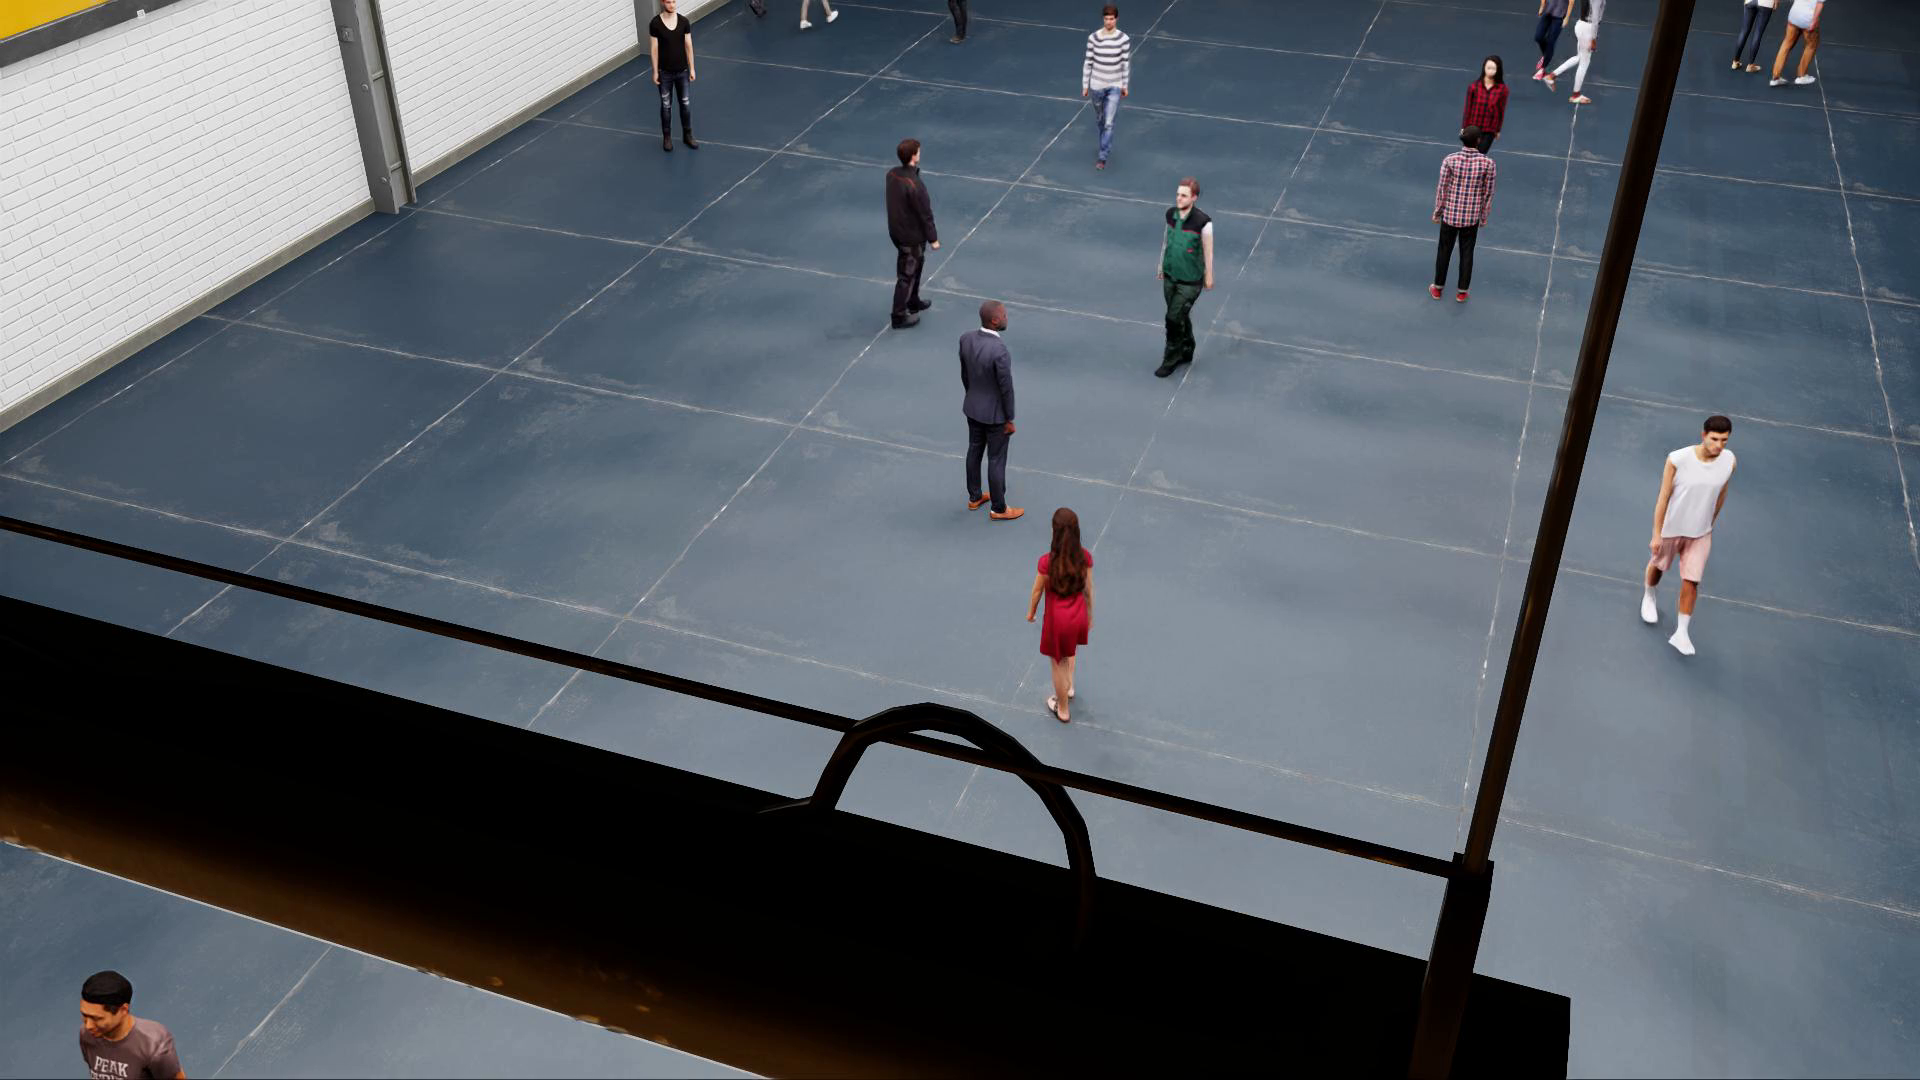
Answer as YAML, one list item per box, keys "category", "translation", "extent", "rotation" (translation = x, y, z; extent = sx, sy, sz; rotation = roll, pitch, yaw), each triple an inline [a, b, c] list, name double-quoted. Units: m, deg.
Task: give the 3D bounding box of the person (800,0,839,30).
- category: "person"
  translation: [-2.148, -7.999, 23.774]
  extent: [0.676, 1.379, 0.984]
  rotation: [21, 39, 28]

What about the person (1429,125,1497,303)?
- category: "person"
  translation: [4.876, -3.175, 16.171]
  extent: [0.698, 1.760, 0.601]
  rotation: [8, 35, 12]

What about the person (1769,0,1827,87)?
- category: "person"
  translation: [10.887, -6.758, 21.537]
  extent: [1.015, 1.788, 0.957]
  rotation: [-13, 36, -18]

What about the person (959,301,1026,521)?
- category: "person"
  translation: [0.223, -1.000, 12.841]
  extent: [0.797, 1.825, 0.791]
  rotation: [-24, 40, -31]

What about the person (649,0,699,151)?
- category: "person"
  translation: [-3.400, -5.568, 19.652]
  extent: [0.738, 1.893, 0.776]
  rotation: [-11, 35, -16]

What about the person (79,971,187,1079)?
- category: "person"
  translation: [-3.622, 2.583, 7.492]
  extent: [0.640, 1.779, 0.554]
  rotation: [9, 35, 13]

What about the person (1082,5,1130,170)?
- category: "person"
  translation: [1.707, -5.285, 19.310]
  extent: [0.732, 1.801, 1.228]
  rotation: [8, 35, 12]

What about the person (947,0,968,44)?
- category: "person"
  translation: [-0.011, -7.907, 23.300]
  extent: [0.829, 1.750, 0.453]
  rotation: [20, 38, 27]

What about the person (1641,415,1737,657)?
- category: "person"
  translation: [5.035, -0.142, 11.619]
  extent: [0.761, 1.749, 1.057]
  rotation: [5, 34, 8]

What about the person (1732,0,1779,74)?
- category: "person"
  translation: [10.634, -7.141, 22.117]
  extent: [0.682, 1.785, 0.681]
  rotation: [-26, 42, -34]

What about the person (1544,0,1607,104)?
- category: "person"
  translation: [7.825, -6.380, 21.040]
  extent: [0.780, 1.708, 0.860]
  rotation: [4, 34, 6]

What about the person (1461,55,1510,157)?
- category: "person"
  translation: [5.737, -4.535, 18.328]
  extent: [0.624, 1.638, 0.883]
  rotation: [8, 34, 12]

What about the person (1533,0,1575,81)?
- category: "person"
  translation: [7.862, -6.903, 21.824]
  extent: [0.836, 1.712, 0.764]
  rotation: [-26, 41, -33]

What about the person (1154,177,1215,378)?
- category: "person"
  translation: [2.058, -2.388, 14.929]
  extent: [0.979, 1.825, 0.885]
  rotation: [-25, 41, -32]

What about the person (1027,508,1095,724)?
- category: "person"
  translation: [0.700, 0.536, 10.791]
  extent: [0.719, 1.537, 0.781]
  rotation: [-14, 36, -21]

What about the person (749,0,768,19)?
- category: "person"
  translation: [-2.959, -8.395, 24.079]
  extent: [0.585, 1.700, 0.813]
  rotation: [12, 36, 18]

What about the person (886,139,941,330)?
- category: "person"
  translation: [-0.563, -2.838, 15.608]
  extent: [0.981, 1.822, 0.925]
  rotation: [-17, 37, -24]
